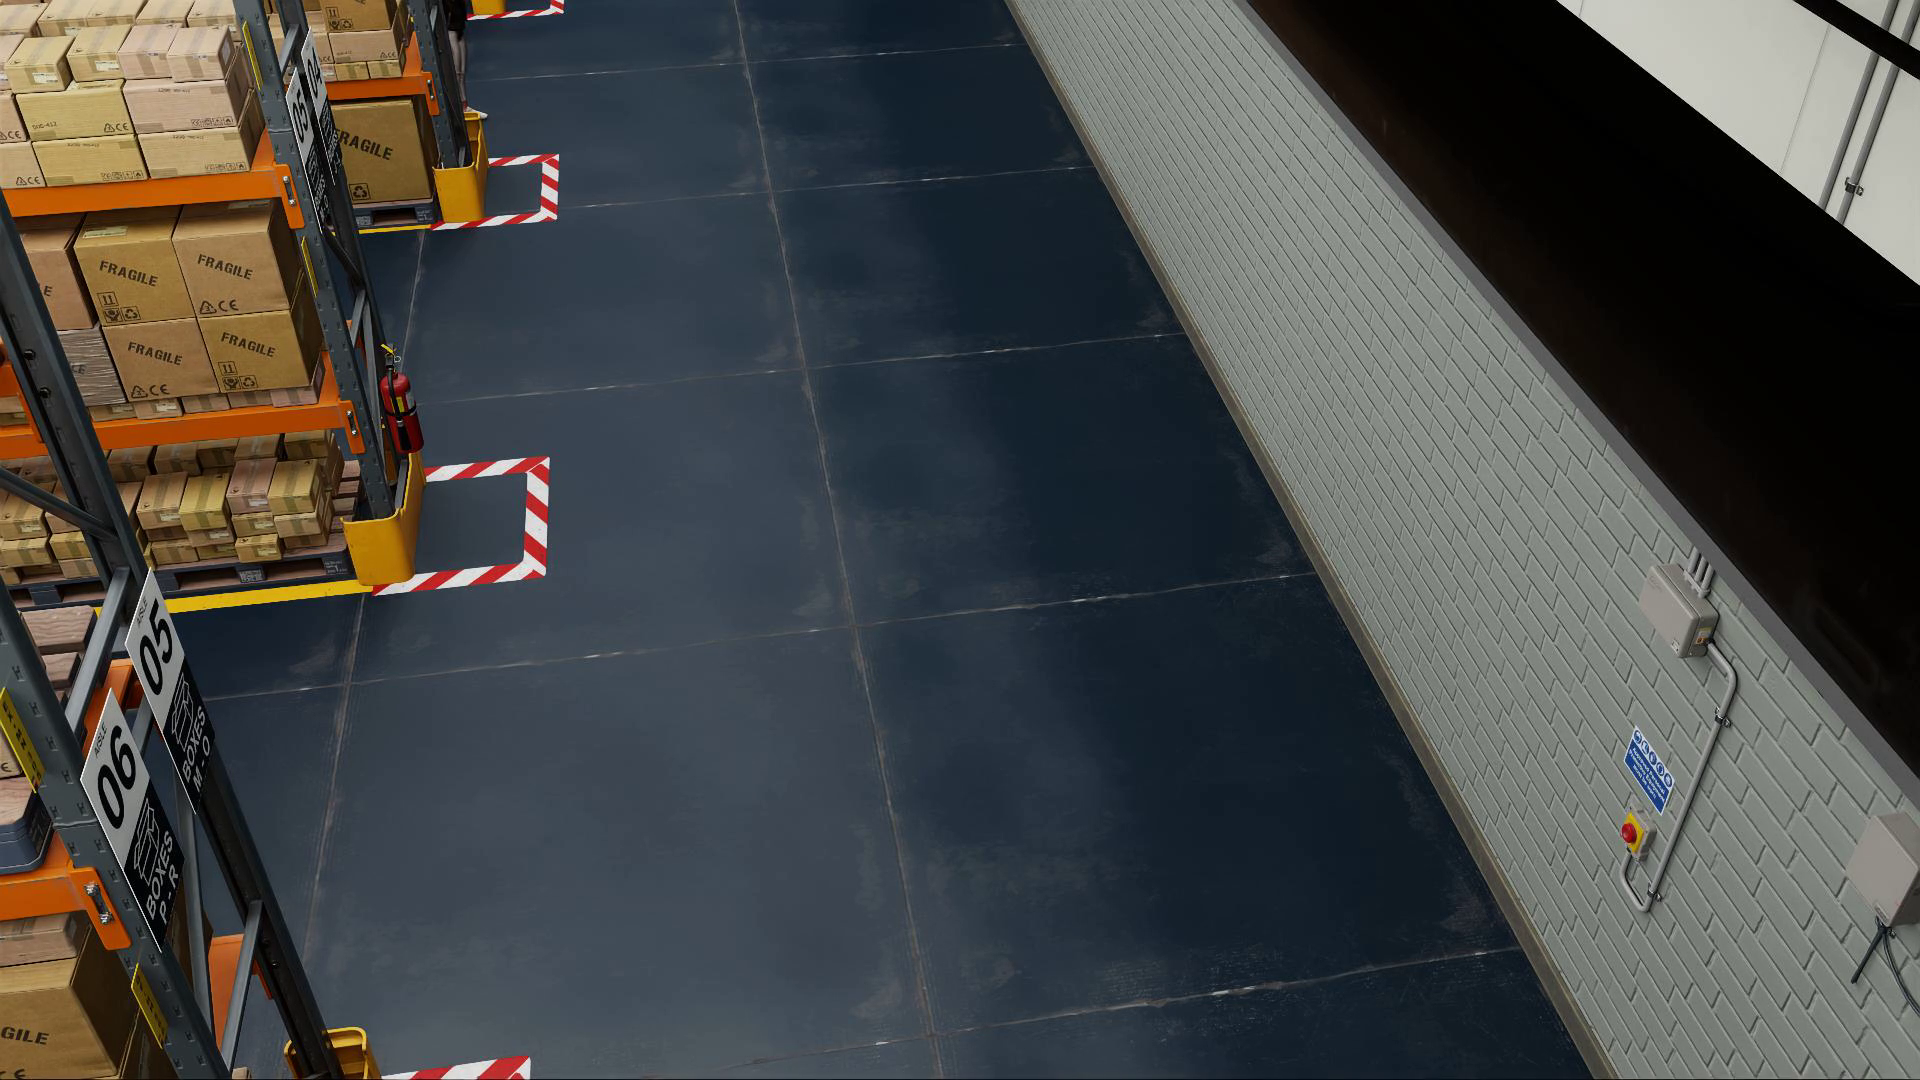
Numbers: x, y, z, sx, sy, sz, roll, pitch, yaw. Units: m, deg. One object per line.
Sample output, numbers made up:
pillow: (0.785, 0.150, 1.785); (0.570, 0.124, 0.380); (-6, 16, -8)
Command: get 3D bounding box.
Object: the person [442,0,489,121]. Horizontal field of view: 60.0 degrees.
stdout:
person: (-4.740, -4.685, 15.482); (0.597, 1.702, 0.643); (3, 38, 3)
